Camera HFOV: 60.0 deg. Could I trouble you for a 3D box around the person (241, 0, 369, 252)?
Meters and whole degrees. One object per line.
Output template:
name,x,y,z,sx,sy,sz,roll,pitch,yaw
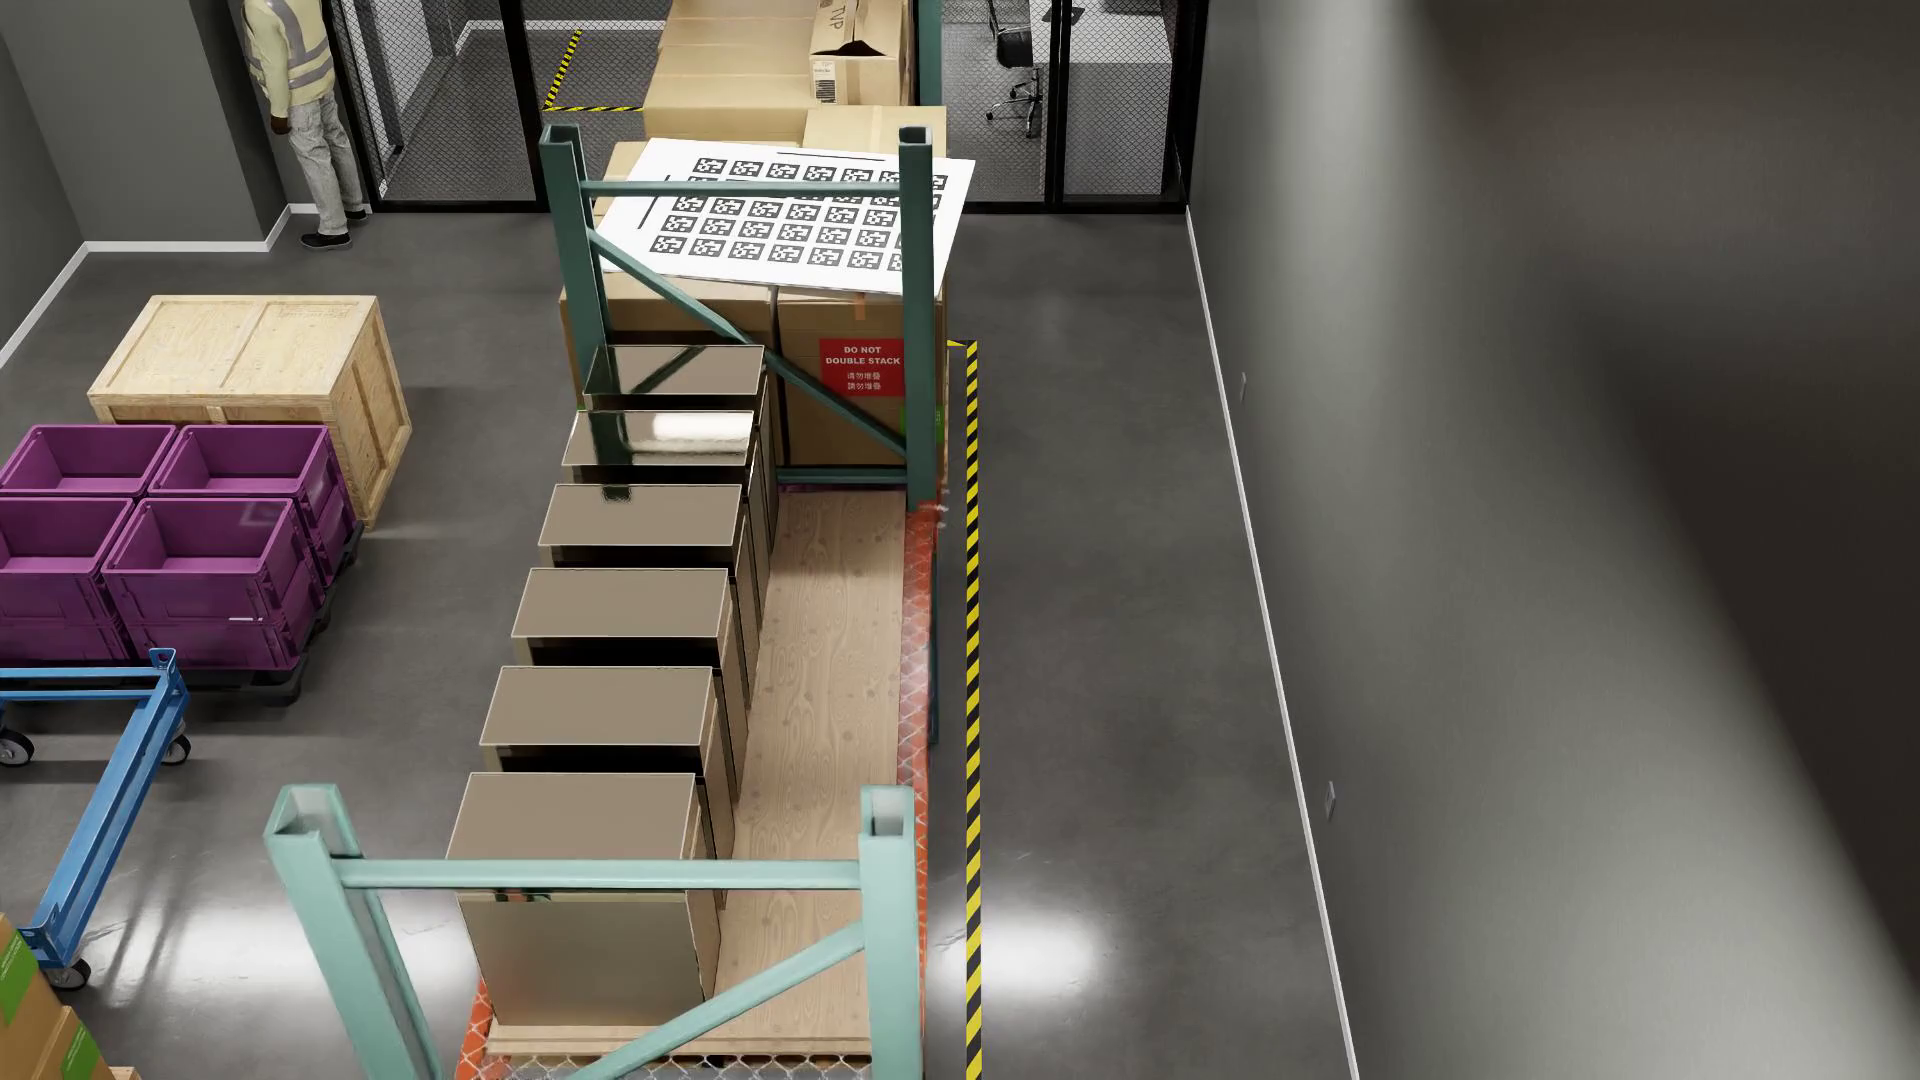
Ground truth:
person,-3.471,-2.392,8.700,0.404,1.833,0.590,5,41,5
